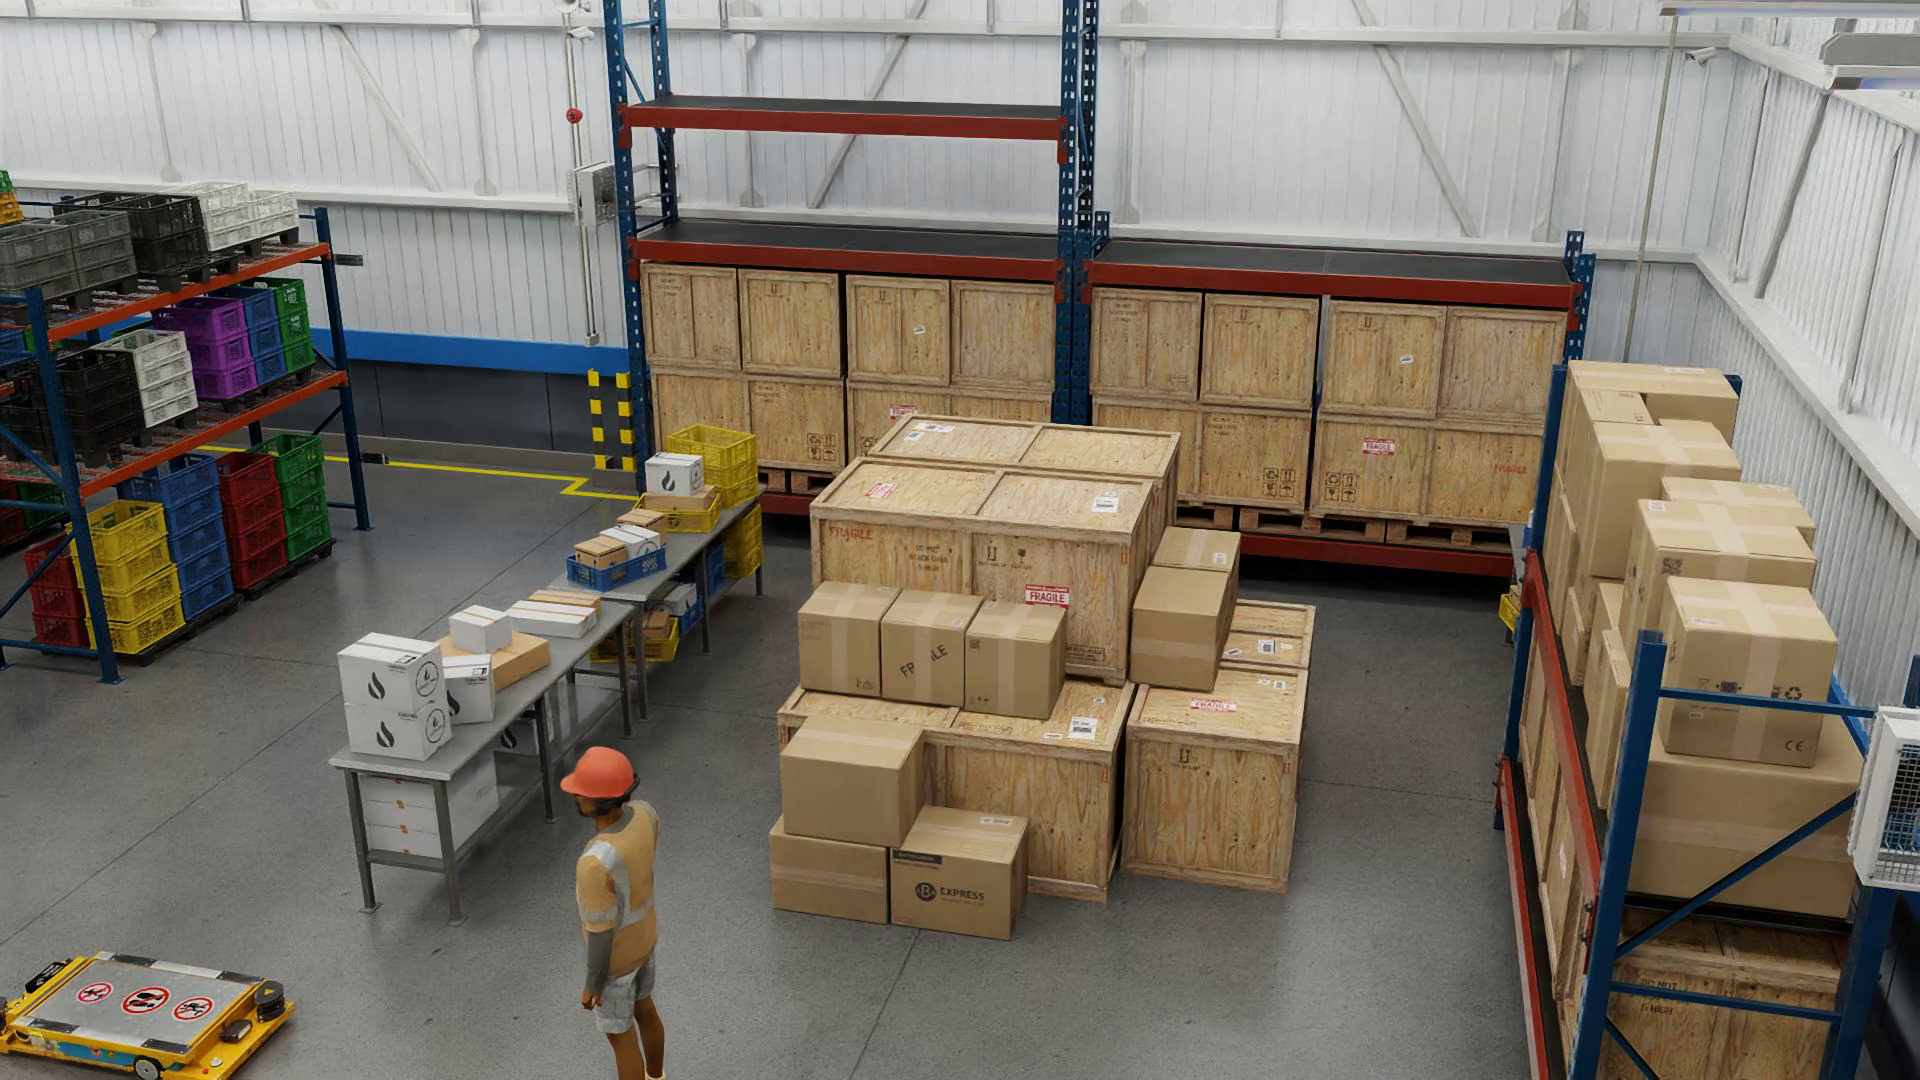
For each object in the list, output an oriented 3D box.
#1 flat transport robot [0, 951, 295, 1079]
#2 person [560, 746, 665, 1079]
[{"bbox_3d":[-4.270,2.464,8.601,1.431,0.231,0.659,5,22,13],"label":"flat transport robot"},{"bbox_3d":[-1.585,1.868,7.672,0.366,2.048,0.606,5,21,12],"label":"person"}]
